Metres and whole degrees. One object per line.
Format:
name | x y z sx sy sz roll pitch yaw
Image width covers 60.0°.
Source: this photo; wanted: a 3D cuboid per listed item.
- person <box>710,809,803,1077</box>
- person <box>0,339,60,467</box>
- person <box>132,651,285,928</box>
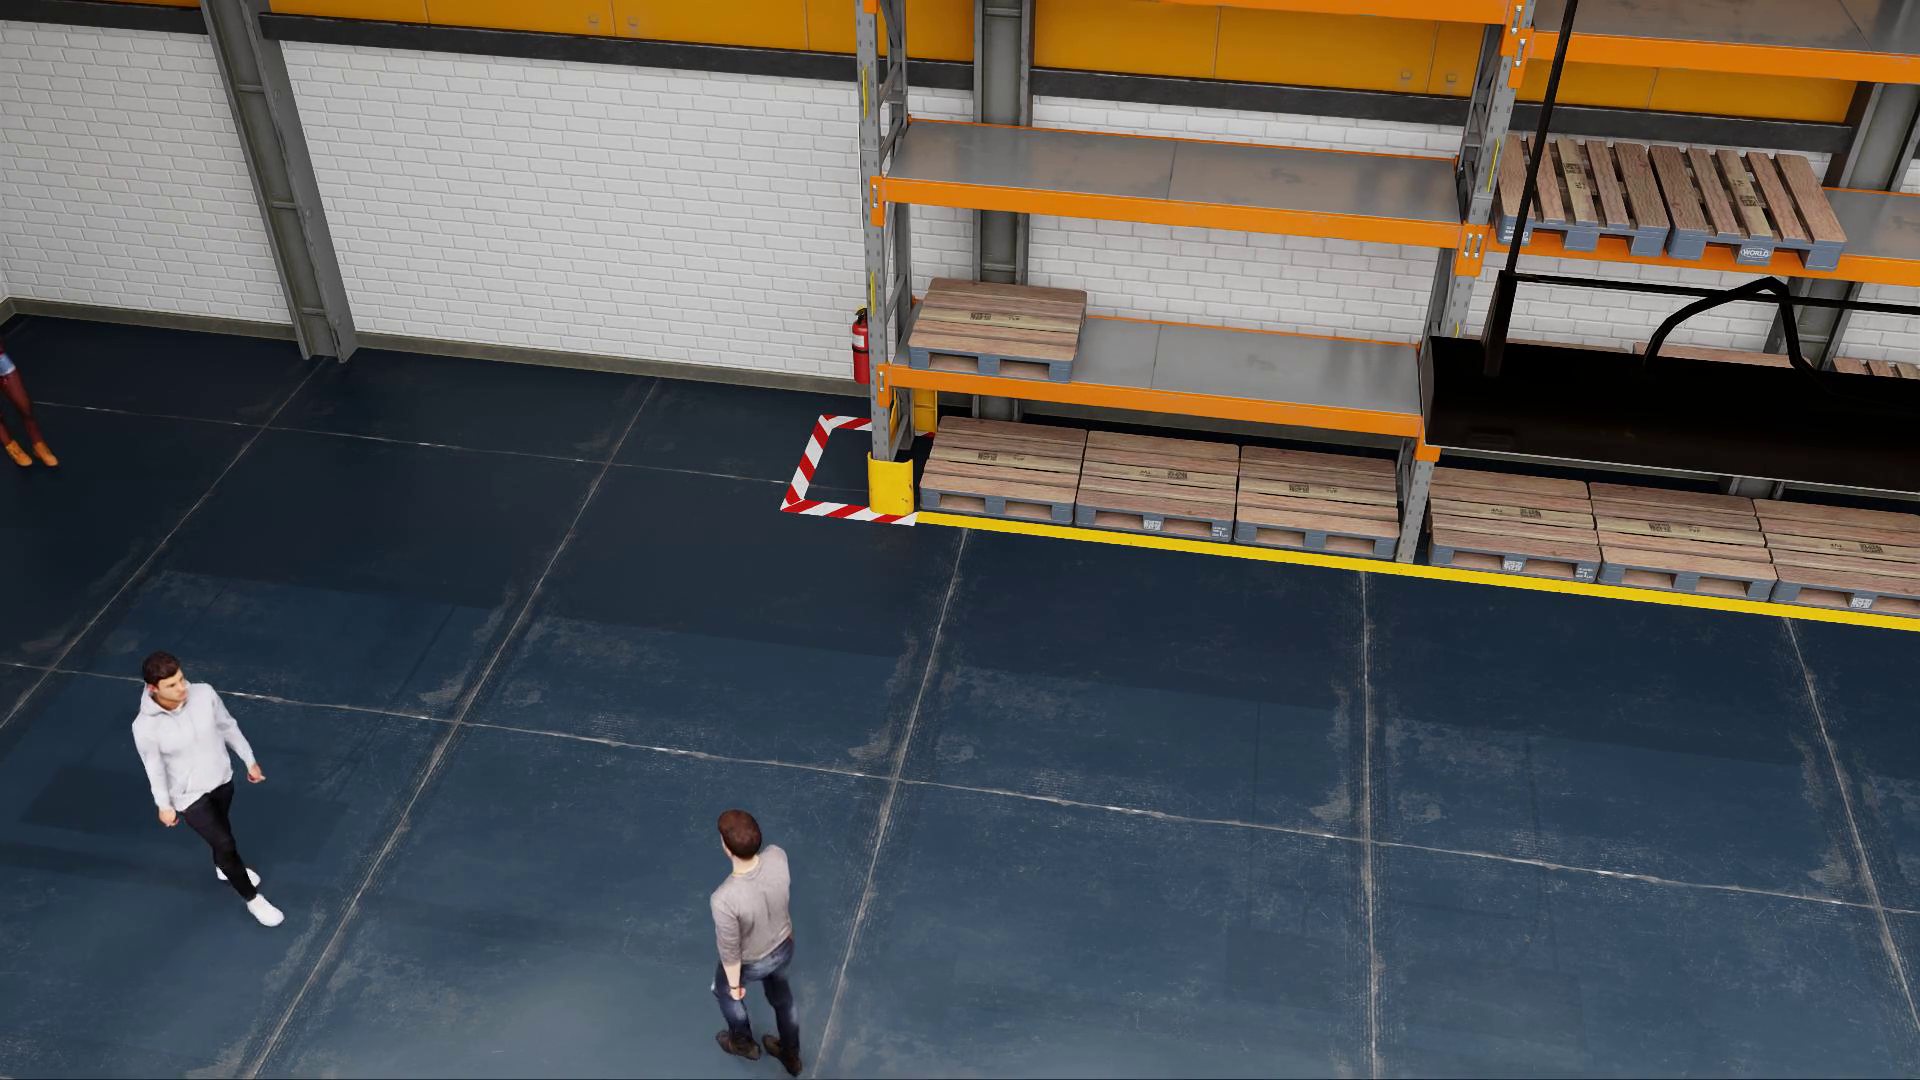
person | -0.968 2.137 8.493 0.872 1.885 0.926 -30 47 -32
person | -7.542 -1.259 12.905 0.836 1.685 0.756 14 41 17
person | -4.402 1.343 9.472 1.024 1.903 0.877 18 42 21
